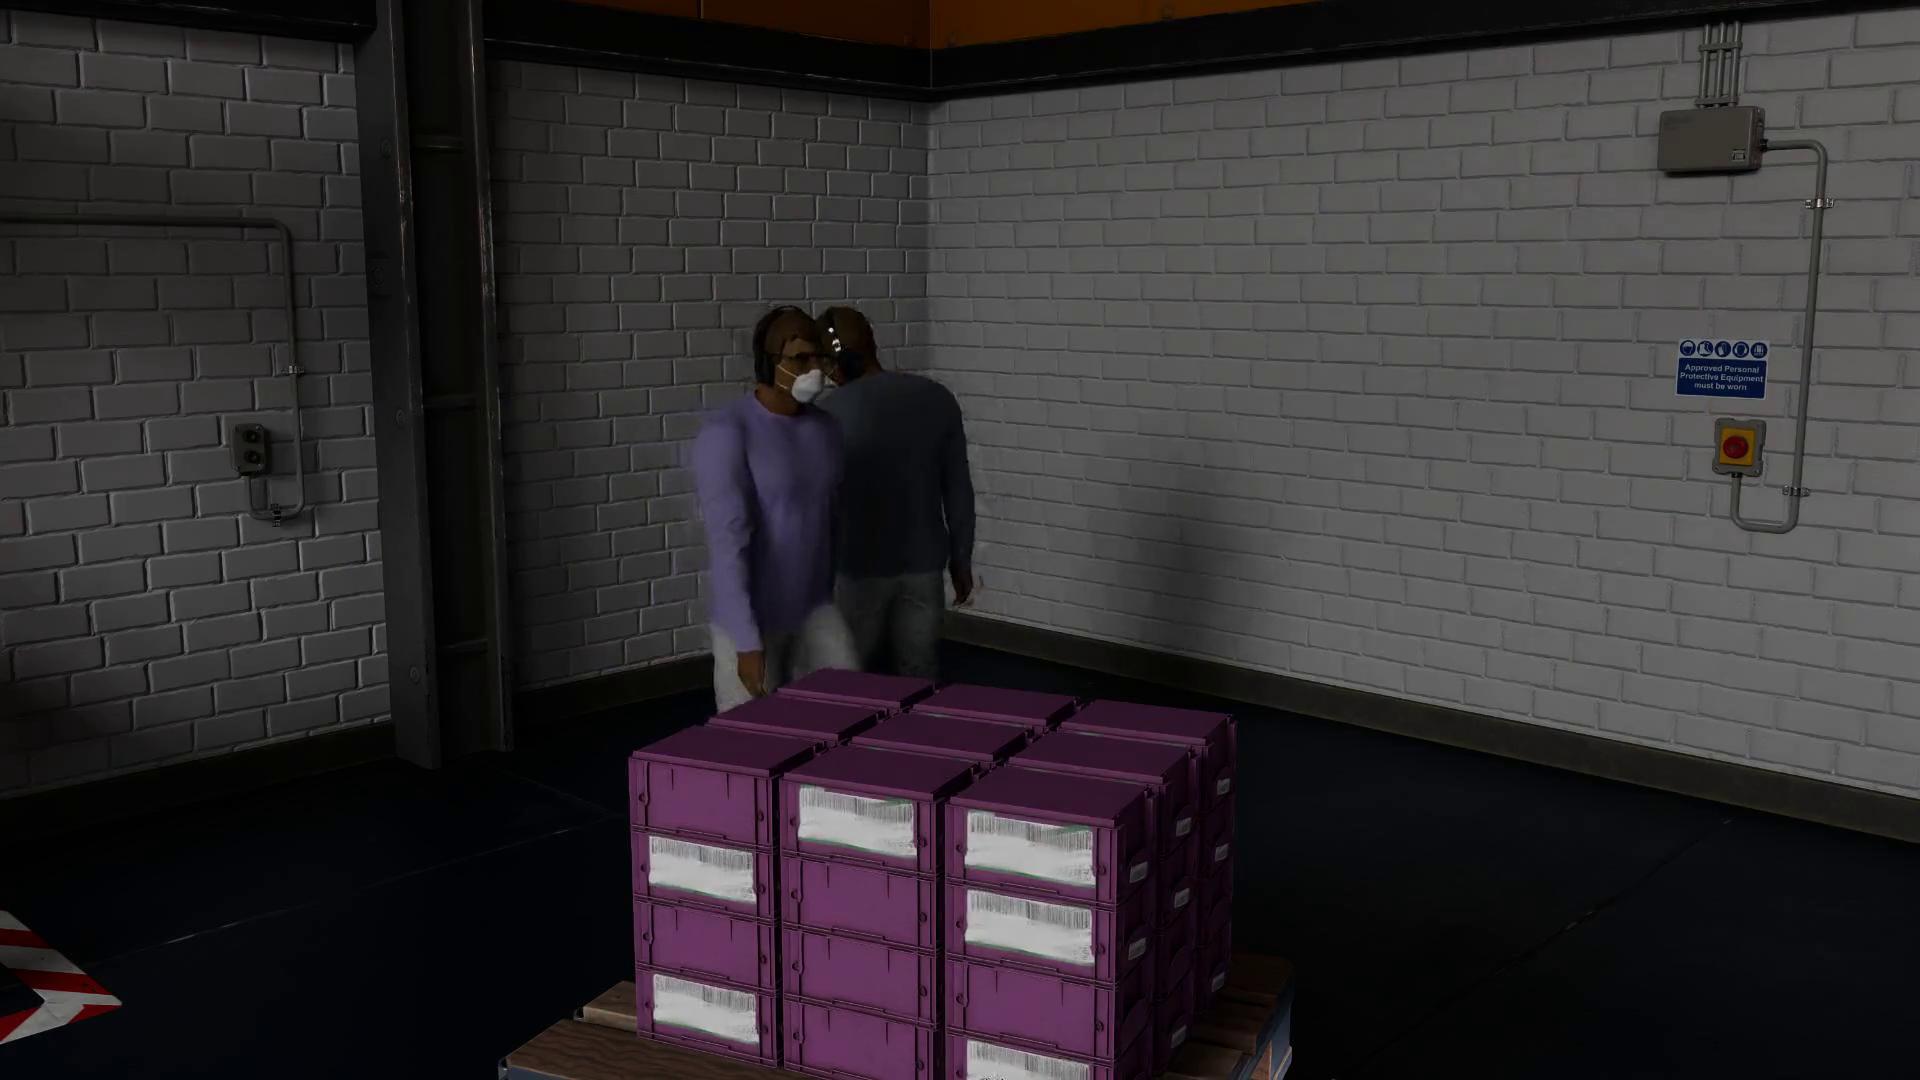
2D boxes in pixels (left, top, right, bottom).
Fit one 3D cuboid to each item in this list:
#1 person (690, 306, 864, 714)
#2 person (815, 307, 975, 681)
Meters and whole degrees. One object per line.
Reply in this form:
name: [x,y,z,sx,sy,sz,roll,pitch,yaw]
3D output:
person: [-0.479,0.270,4.969,0.841,1.909,0.647,8,12,39]
person: [-0.264,0.155,5.737,0.715,1.897,0.376,-4,10,-23]
